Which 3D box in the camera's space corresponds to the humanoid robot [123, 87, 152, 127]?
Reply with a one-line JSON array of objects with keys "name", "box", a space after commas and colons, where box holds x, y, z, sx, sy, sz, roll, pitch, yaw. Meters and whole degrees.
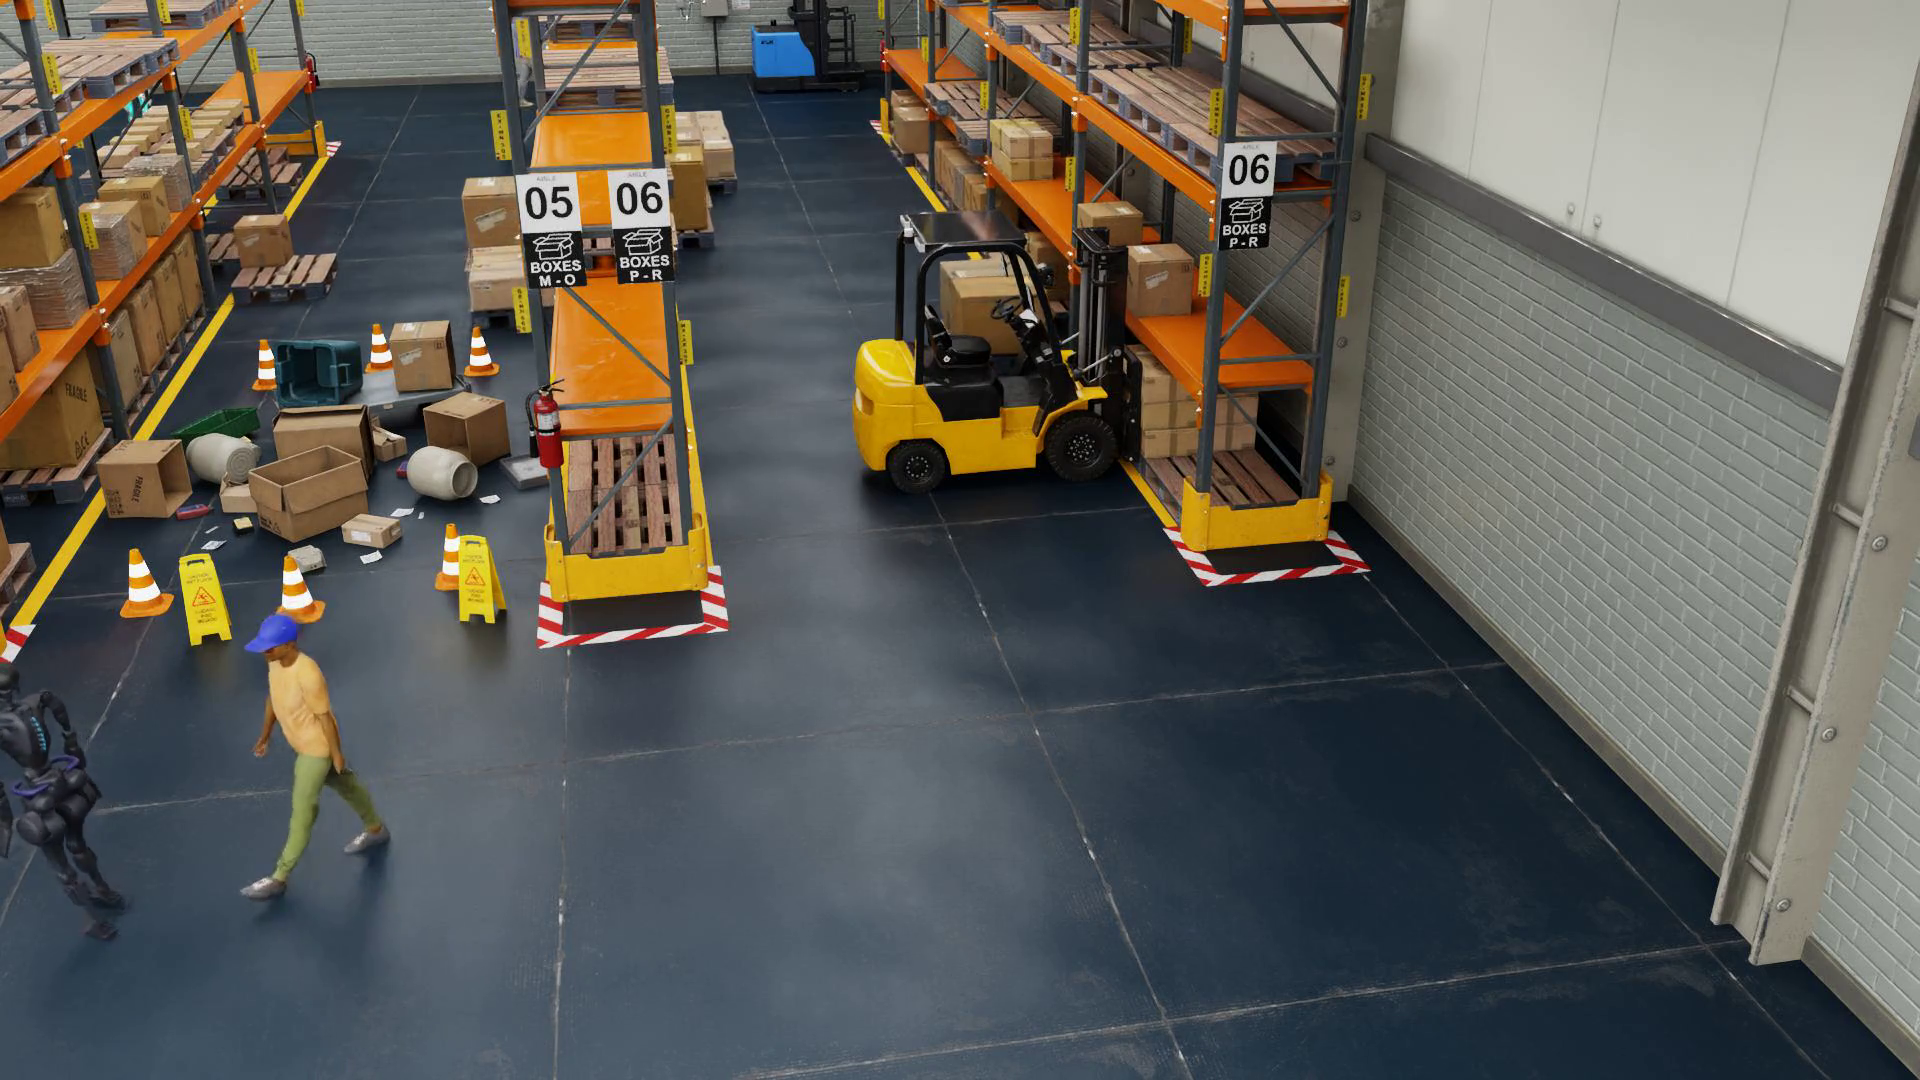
[{"name": "humanoid robot", "box": [-12.729, -6.793, 25.640, 0.534, 1.806, 0.818, -11, 28, -22]}]

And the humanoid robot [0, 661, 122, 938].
[{"name": "humanoid robot", "box": [-4.745, 1.356, 8.700, 0.439, 1.643, 0.588, 9, 27, 18]}]

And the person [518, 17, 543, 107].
[{"name": "person", "box": [-7.388, -8.453, 29.025, 0.950, 1.749, 0.606, -6, 26, -12]}]

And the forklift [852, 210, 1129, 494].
[{"name": "forklift", "box": [0.216, -1.659, 14.366, 2.313, 2.155, 1.214, -5, 26, -10]}]

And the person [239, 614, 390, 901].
[{"name": "person", "box": [-3.632, 1.148, 9.119, 0.936, 1.662, 0.459, -23, 34, -39]}]

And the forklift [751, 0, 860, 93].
[{"name": "forklift", "box": [-2.872, -9.679, 30.288, 1.873, 2.768, 1.129, -5, 26, -10]}]
